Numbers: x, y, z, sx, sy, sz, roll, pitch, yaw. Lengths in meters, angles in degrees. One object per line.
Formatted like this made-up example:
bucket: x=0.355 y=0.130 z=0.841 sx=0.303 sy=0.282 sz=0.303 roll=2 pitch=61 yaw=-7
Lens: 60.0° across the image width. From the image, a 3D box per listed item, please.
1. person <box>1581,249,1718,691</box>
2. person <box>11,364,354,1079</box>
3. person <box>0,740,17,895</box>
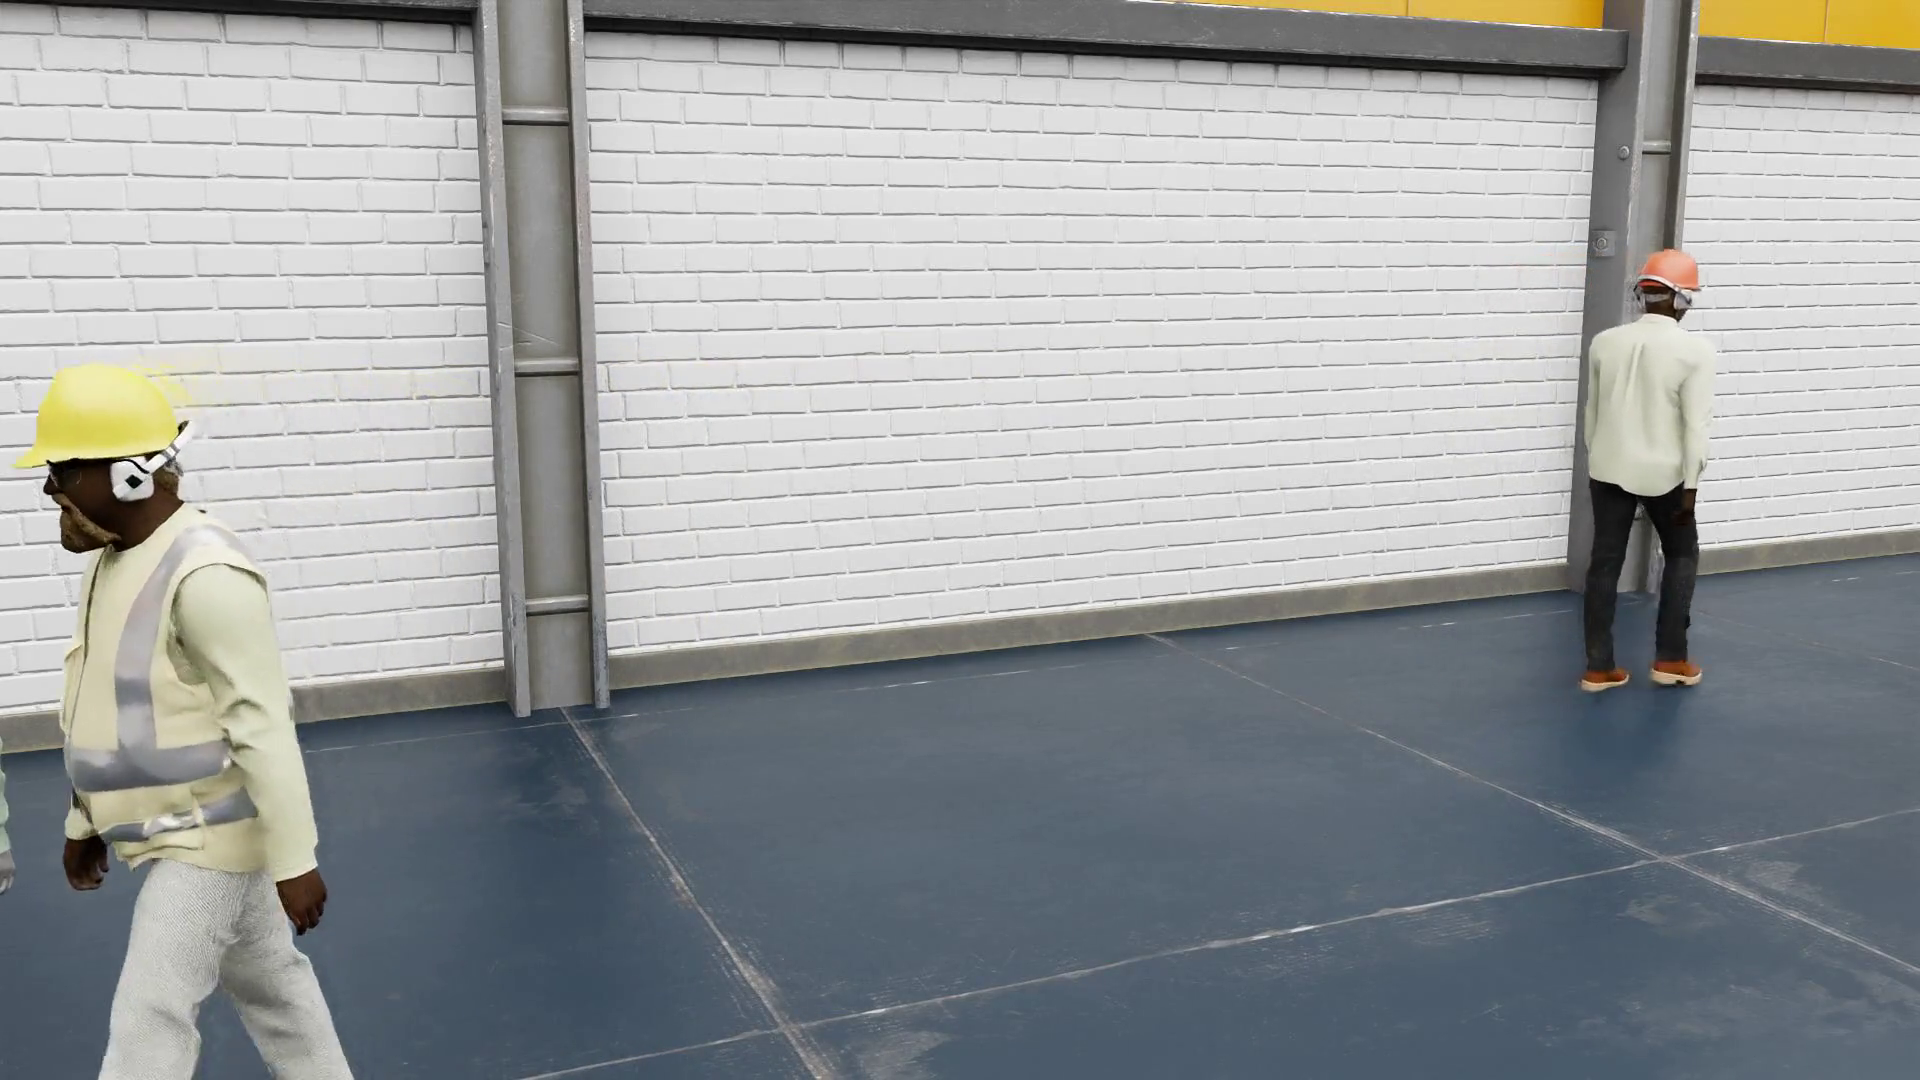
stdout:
person: x=3.096 y=-0.302 z=7.473 sx=0.726 sy=1.968 sz=0.637 roll=-9 pitch=14 yaw=-42
person: x=-1.581 y=0.562 z=3.210 sx=0.915 sy=1.781 sz=0.619 roll=-9 pitch=14 yaw=-40
person: x=-2.170 y=0.607 z=3.375 sx=0.504 sy=1.632 sz=0.270 roll=1 pitch=10 yaw=6
